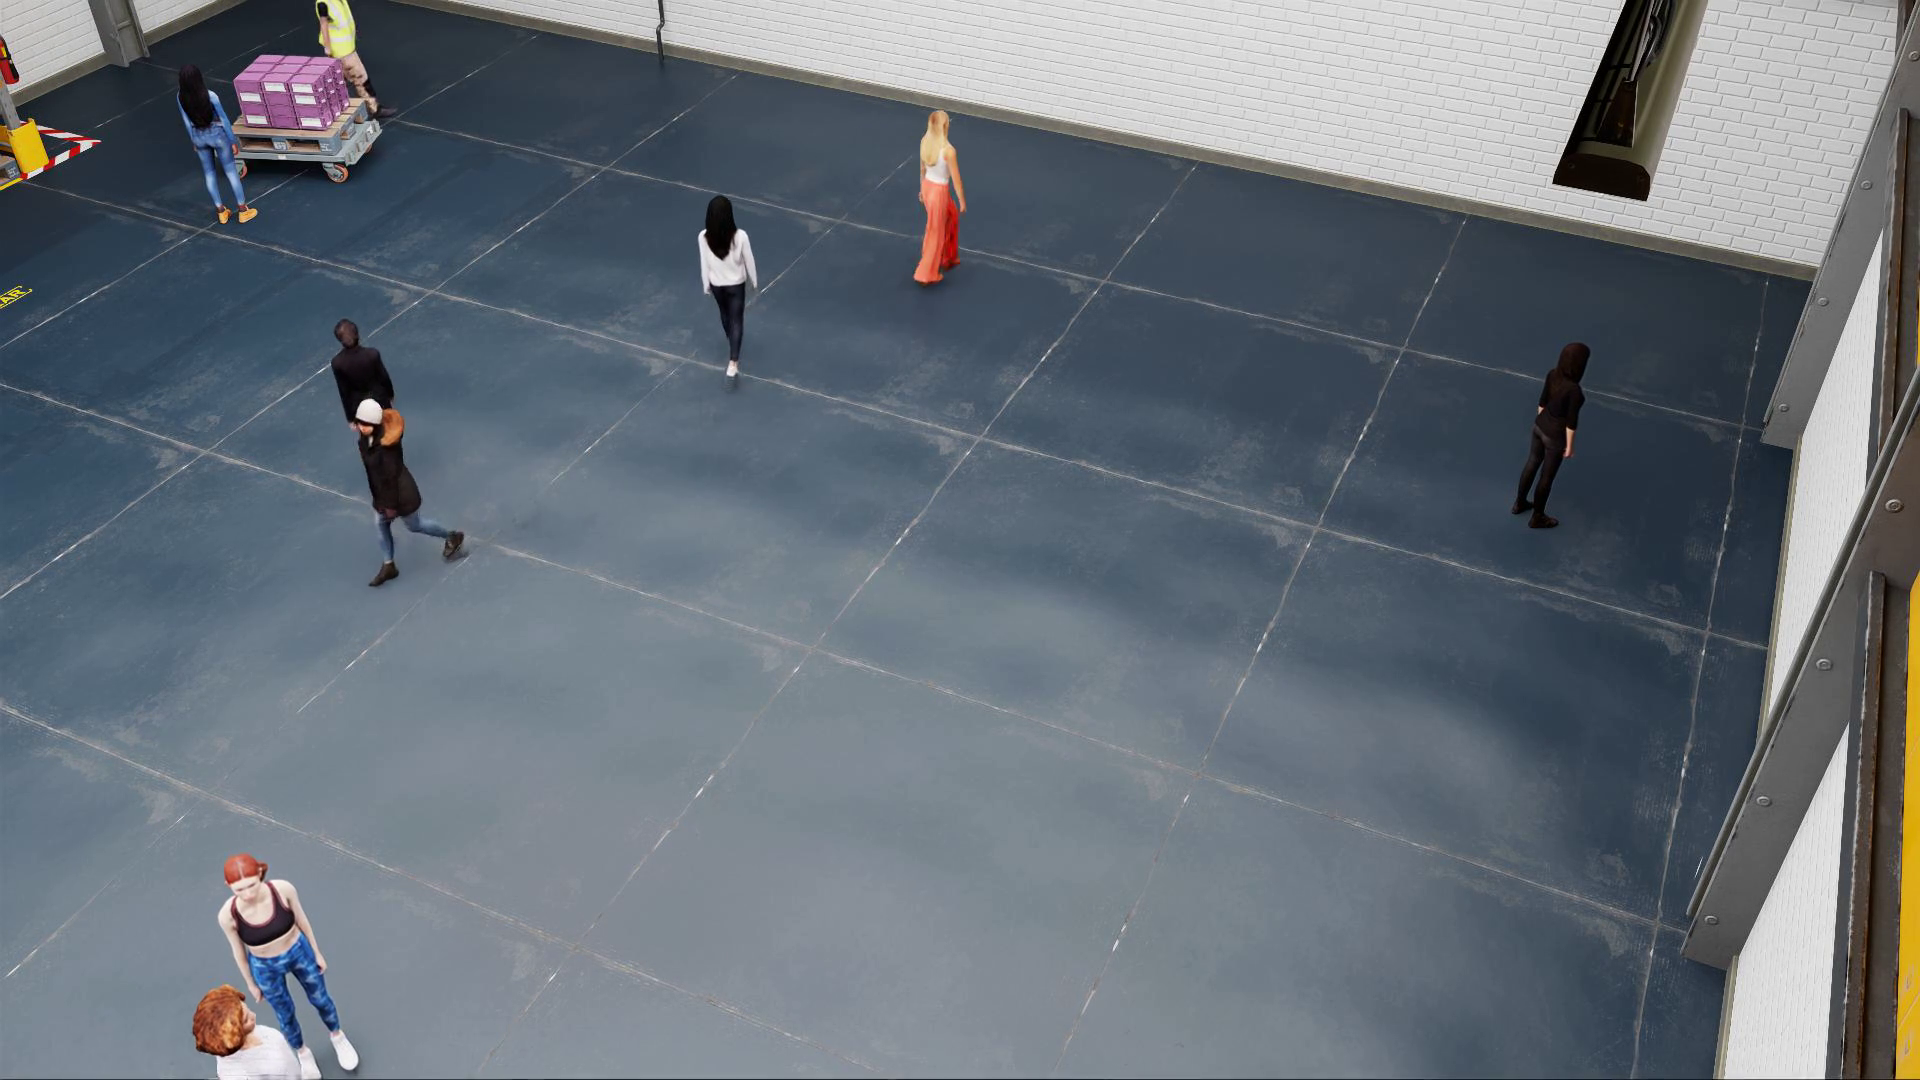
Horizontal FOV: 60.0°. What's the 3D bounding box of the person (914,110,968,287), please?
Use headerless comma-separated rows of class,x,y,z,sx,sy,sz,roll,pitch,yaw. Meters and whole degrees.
person,-0.295,-3.246,15.994,0.998,1.784,0.867,-26,46,-29

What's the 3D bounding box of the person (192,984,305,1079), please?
person,-3.604,2.897,8.393,1.183,1.671,1.151,-12,40,-14

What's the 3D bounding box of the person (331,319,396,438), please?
person,-4.692,-0.988,13.321,1.016,1.591,1.079,-14,41,-16

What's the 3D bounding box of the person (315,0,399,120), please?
person,-7.149,-5.657,18.996,1.150,1.805,1.249,-3,39,-4

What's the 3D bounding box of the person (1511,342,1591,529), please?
person,4.653,-0.838,13.093,0.709,1.642,0.644,-12,40,-15

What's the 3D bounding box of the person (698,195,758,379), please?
person,-2.074,-2.227,14.810,0.913,1.670,1.188,2,39,2

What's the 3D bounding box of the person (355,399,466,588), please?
person,-4.200,-0.395,12.569,0.802,1.604,1.095,30,47,32

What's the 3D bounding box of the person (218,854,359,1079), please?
person,-3.666,2.316,9.027,0.650,1.788,0.726,-22,44,-25

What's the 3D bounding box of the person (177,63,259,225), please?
person,-7.680,-4.071,17.084,0.669,1.713,0.654,0,39,0
